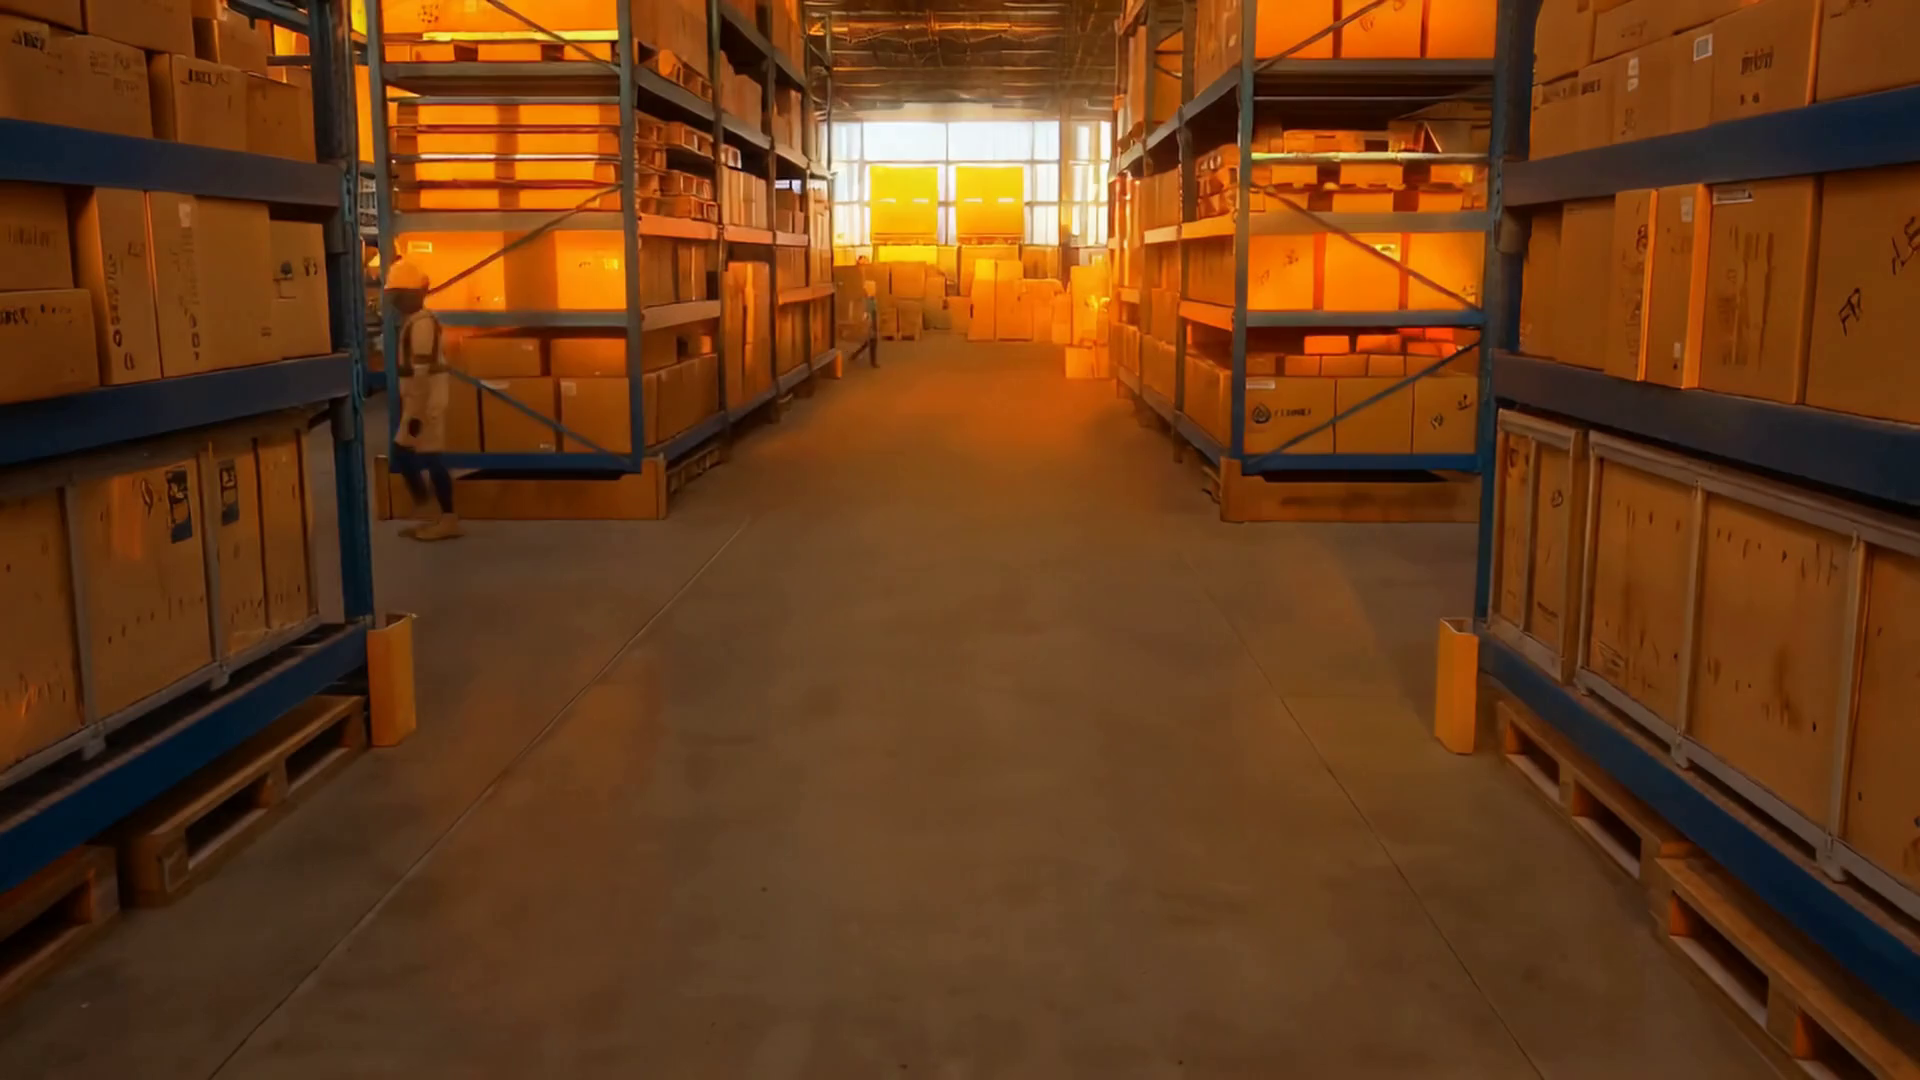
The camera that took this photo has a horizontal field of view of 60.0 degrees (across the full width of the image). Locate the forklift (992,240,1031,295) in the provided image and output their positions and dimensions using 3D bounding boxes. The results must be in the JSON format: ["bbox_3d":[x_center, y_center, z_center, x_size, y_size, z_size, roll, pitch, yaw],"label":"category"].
[{"bbox_3d":[1.563,-9.360,59.630,1.873,2.768,1.129,-8,12,-40],"label":"forklift"}]

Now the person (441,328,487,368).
[{"bbox_3d":[-6.502,-2.580,21.882,0.644,1.920,0.572,2,10,13],"label":"person"}]

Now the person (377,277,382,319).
[{"bbox_3d":[-20.538,-8.762,59.199,0.681,1.849,0.594,-7,12,-38],"label":"person"}]

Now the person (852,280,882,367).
[{"bbox_3d":[-1.787,-4.170,32.095,0.485,1.686,0.543,3,10,18],"label":"person"}]

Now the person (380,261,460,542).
[{"bbox_3d":[-3.920,-0.975,11.952,0.621,2.022,0.631,-3,10,-20],"label":"person"}]

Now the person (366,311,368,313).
[{"bbox_3d":[-24.173,-10.125,66.884,0.608,1.986,0.391,4,10,23],"label":"person"}]

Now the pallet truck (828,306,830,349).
[{"bbox_3d":[-3.100,-3.940,29.800,1.885,1.965,0.823,3,10,19],"label":"pallet truck"}]
